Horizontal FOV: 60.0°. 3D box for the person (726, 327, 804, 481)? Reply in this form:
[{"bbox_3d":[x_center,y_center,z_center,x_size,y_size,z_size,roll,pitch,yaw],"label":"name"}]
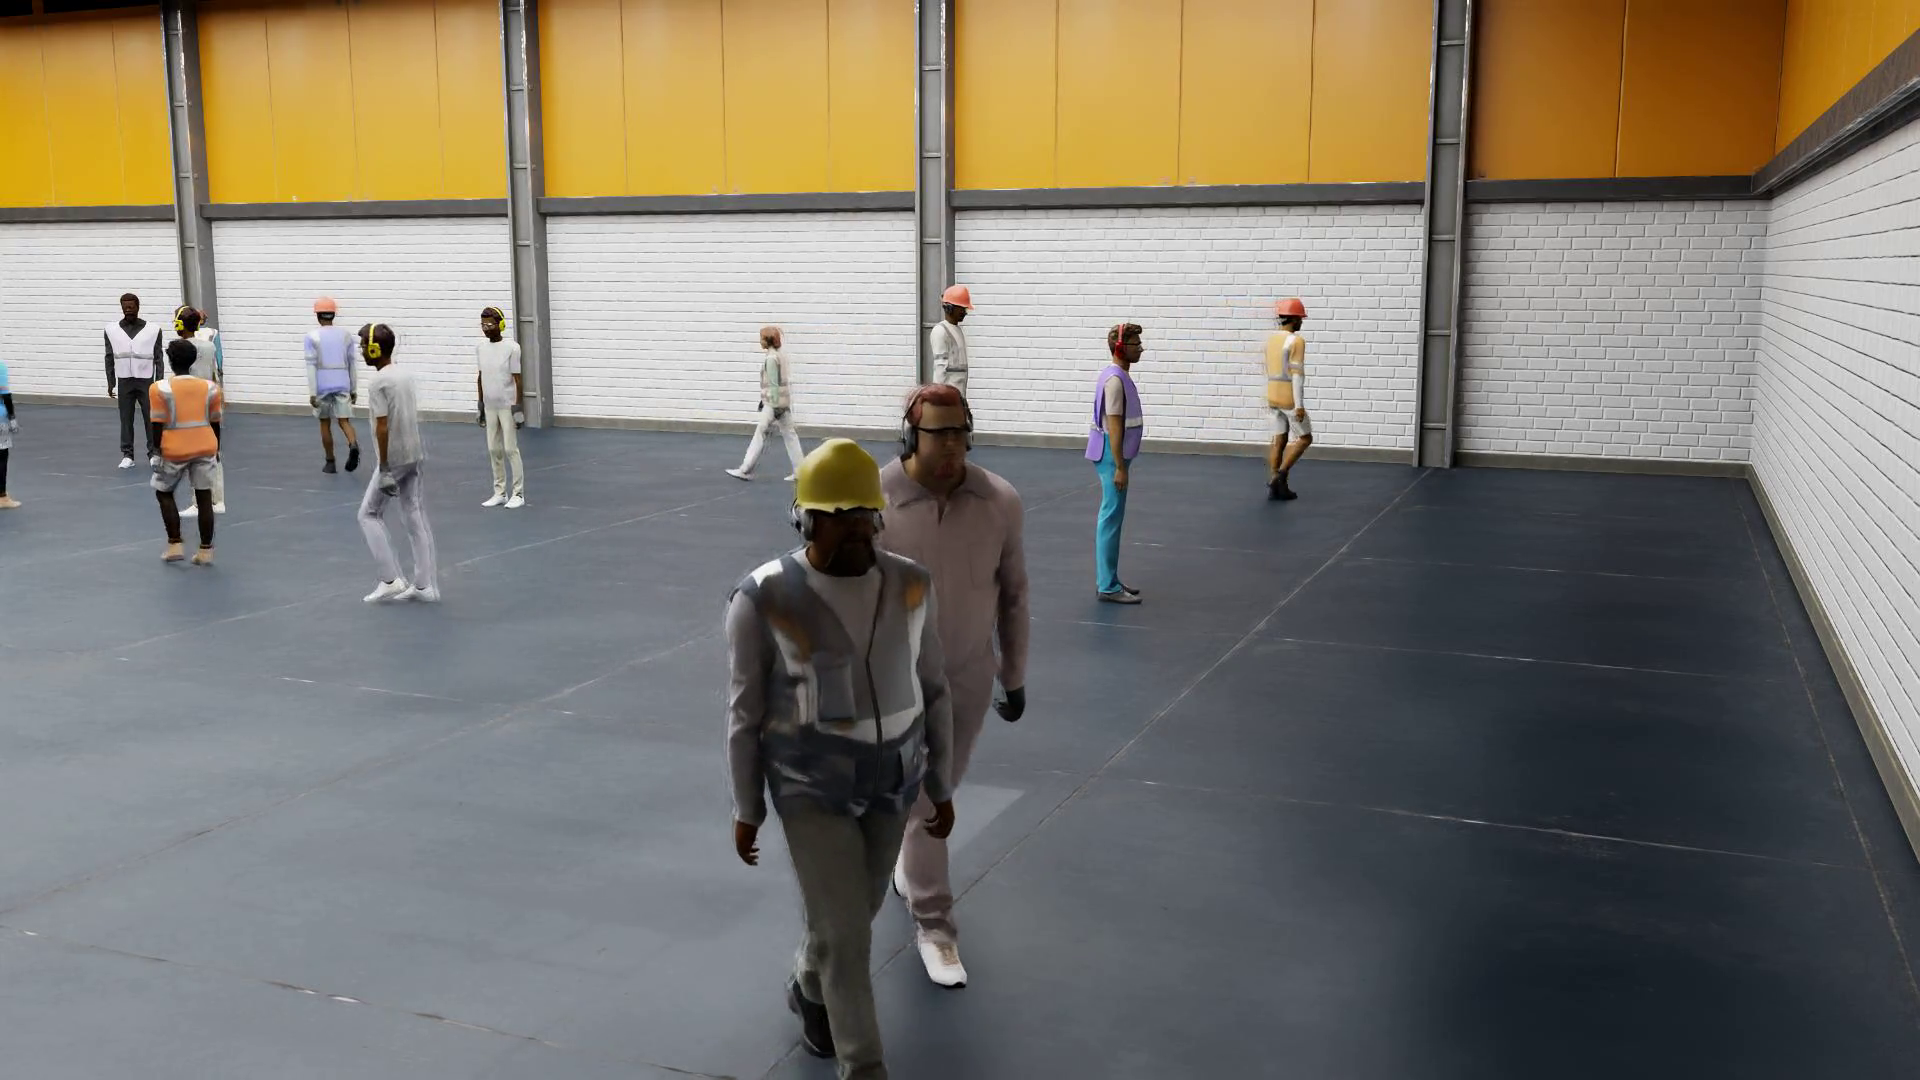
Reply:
[{"bbox_3d":[-1.968,-1.386,17.097,0.841,1.595,0.512,1,9,8],"label":"person"}]

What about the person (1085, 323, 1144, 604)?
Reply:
[{"bbox_3d":[1.029,-0.512,11.028,0.395,1.847,0.564,1,9,7],"label":"person"}]

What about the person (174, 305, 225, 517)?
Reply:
[{"bbox_3d":[-6.788,-1.130,14.736,0.328,1.862,0.521,3,10,19],"label":"person"}]

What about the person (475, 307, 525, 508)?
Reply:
[{"bbox_3d":[-4.213,-1.202,15.230,0.496,1.849,0.367,4,10,25],"label":"person"}]

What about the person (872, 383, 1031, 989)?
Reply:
[{"bbox_3d":[-0.113,0.401,5.476,0.654,1.867,0.976,-3,10,-19],"label":"person"}]

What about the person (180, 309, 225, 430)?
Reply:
[{"bbox_3d":[-10.204,-2.287,22.418,0.512,1.639,0.311,-4,10,-22],"label":"person"}]

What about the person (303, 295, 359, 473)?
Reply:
[{"bbox_3d":[-6.630,-1.627,17.621,0.542,1.916,0.746,-7,12,-38],"label":"person"}]

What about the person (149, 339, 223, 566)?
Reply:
[{"bbox_3d":[-5.745,-0.644,12.316,0.544,1.676,0.561,8,13,42],"label":"person"}]

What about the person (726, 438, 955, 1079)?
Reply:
[{"bbox_3d":[-0.313,0.614,4.379,0.601,1.795,0.900,-5,11,-30],"label":"person"}]

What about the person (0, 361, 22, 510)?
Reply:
[{"bbox_3d":[-8.798,-1.095,15.044,0.549,1.691,0.363,3,10,15],"label":"person"}]

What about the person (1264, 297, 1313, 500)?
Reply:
[{"bbox_3d":[3.099,-1.317,15.675,0.399,1.920,0.579,-4,10,-24],"label":"person"}]

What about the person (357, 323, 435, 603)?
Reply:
[{"bbox_3d":[-3.753,-0.492,10.930,0.581,1.839,0.529,3,10,16],"label":"person"}]

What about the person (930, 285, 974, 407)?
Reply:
[{"bbox_3d":[-0.057,-1.396,15.815,0.382,2.037,0.606,3,10,17],"label":"person"}]

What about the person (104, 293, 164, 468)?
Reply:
[{"bbox_3d":[-9.089,-1.754,18.346,0.593,1.919,0.391,-4,10,-21],"label":"person"}]
